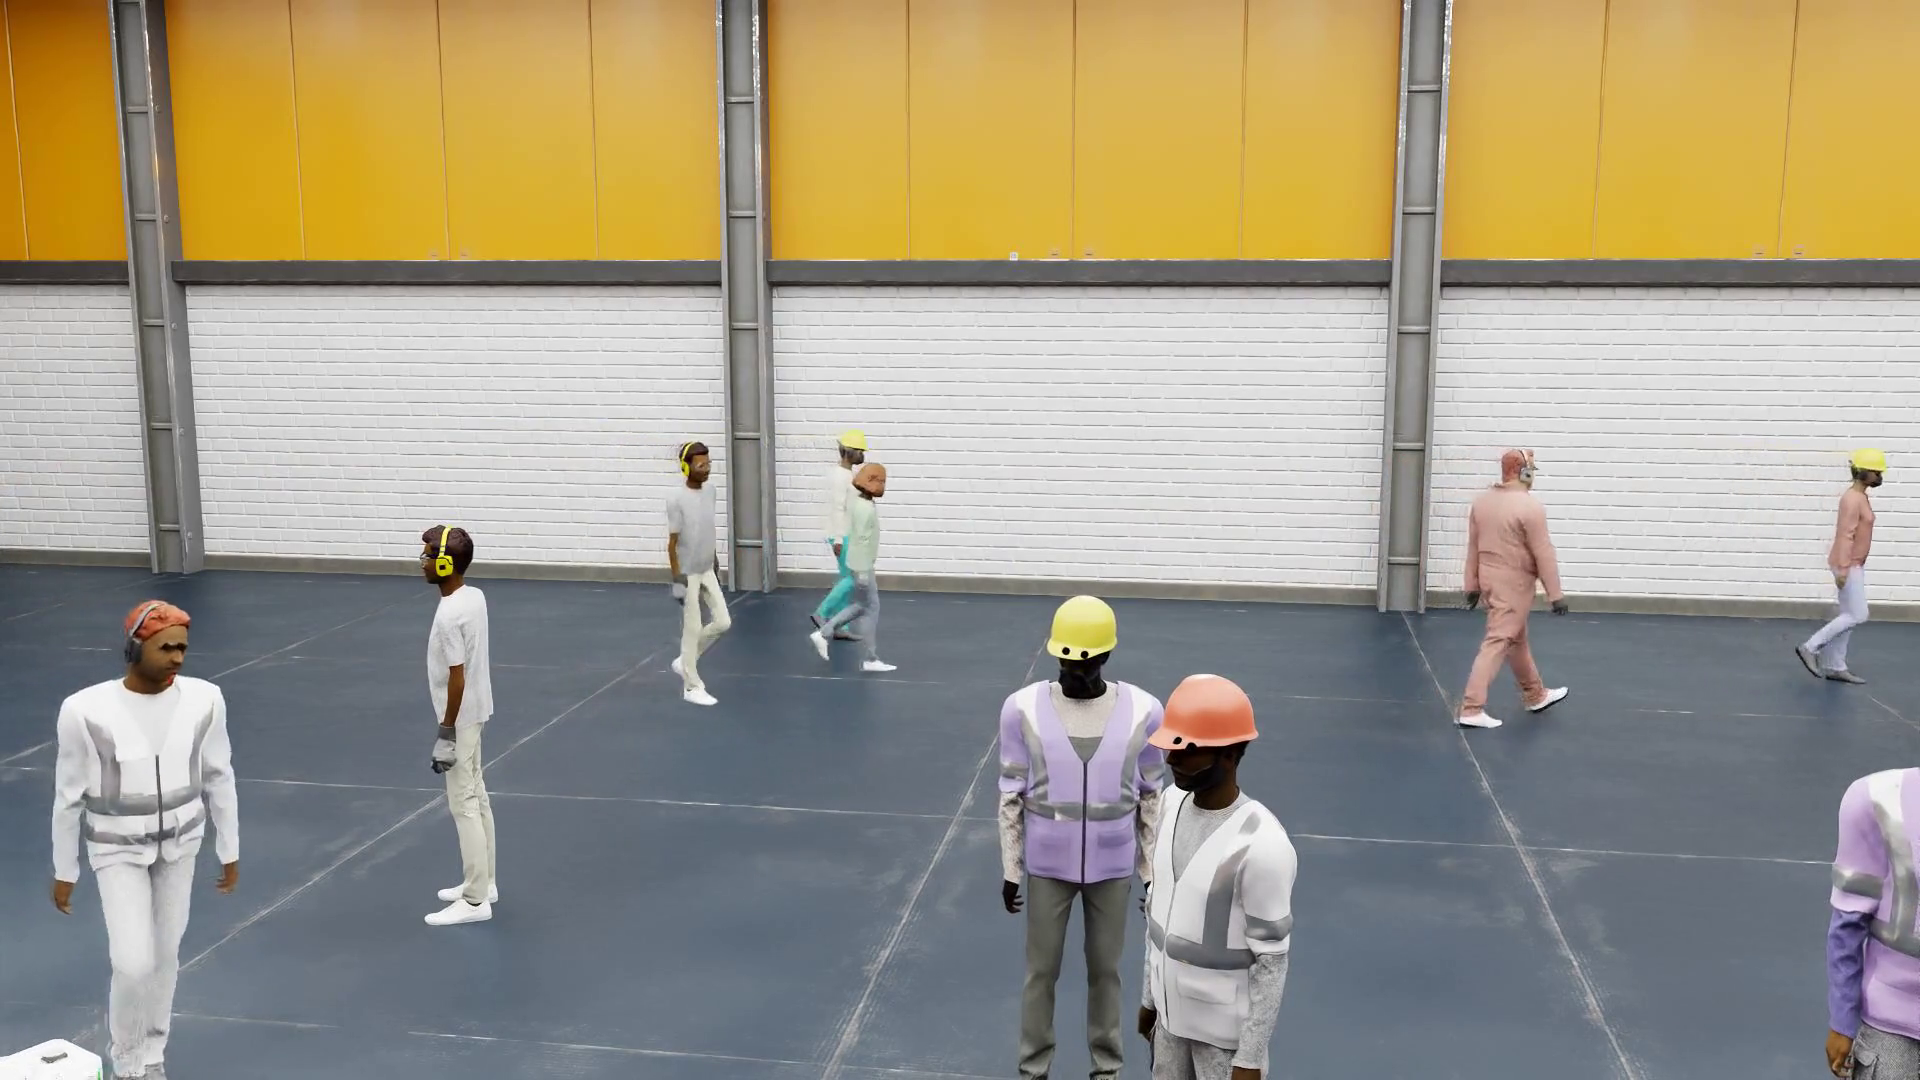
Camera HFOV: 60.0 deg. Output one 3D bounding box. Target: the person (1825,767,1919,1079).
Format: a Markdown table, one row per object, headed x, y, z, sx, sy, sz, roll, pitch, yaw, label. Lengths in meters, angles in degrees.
| x | y | z | sx | sy | sz | roll | pitch | yaw | label |
| --- | --- | --- | --- | --- | --- | --- | --- | --- | --- |
| 2.667 | 1.296 | 4.491 | 0.605 | 2.045 | 0.388 | 2 | 10 | 15 | person |

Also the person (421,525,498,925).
| x | y | z | sx | sy | sz | roll | pitch | yaw | label |
| --- | --- | --- | --- | --- | --- | --- | --- | --- | --- |
| -2.352 | 0.854 | 7.755 | 0.328 | 1.872 | 0.513 | -1 | 9 | -5 | person |

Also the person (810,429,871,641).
| x | y | z | sx | sy | sz | roll | pitch | yaw | label |
| --- | --- | --- | --- | --- | --- | --- | --- | --- | --- |
| -0.928 | -0.032 | 13.583 | 0.406 | 1.740 | 0.548 | 1 | 9 | 6 | person |

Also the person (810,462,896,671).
| x | y | z | sx | sy | sz | roll | pitch | yaw | label |
| --- | --- | --- | --- | --- | --- | --- | --- | --- | --- |
| -0.802 | 0.210 | 12.543 | 0.573 | 1.611 | 0.518 | -1 | 9 | -5 | person |

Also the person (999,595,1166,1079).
| x | y | z | sx | sy | sz | roll | pitch | yaw | label |
| --- | --- | --- | --- | --- | --- | --- | --- | --- | --- |
| 0.431 | 1.133 | 5.870 | 0.589 | 1.924 | 0.384 | 0 | 9 | -1 | person |

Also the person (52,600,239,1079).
| x | y | z | sx | sy | sz | roll | pitch | yaw | label |
| --- | --- | --- | --- | --- | --- | --- | --- | --- | --- |
| -2.893 | 1.146 | 5.973 | 0.568 | 1.860 | 0.613 | 9 | 13 | 43 | person |

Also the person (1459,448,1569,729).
| x | y | z | sx | sy | sz | roll | pitch | yaw | label |
| --- | --- | --- | --- | --- | --- | --- | --- | --- | --- |
| 3.746 | 0.322 | 11.076 | 0.986 | 1.859 | 0.648 | -2 | 10 | -14 | person |

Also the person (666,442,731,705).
| x | y | z | sx | sy | sz | roll | pitch | yaw | label |
| --- | --- | --- | --- | --- | --- | --- | --- | --- | --- |
| -1.833 | 0.231 | 11.619 | 0.425 | 1.857 | 0.555 | 6 | 11 | 31 | person |

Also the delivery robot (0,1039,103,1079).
| x | y | z | sx | sy | sz | roll | pitch | yaw | label |
| --- | --- | --- | --- | --- | --- | --- | --- | --- | --- |
| -3.157 | 1.855 | 5.334 | 0.477 | 0.478 | 0.707 | 6 | 11 | 33 | delivery robot |

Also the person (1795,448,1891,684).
| x | y | z | sx | sy | sz | roll | pitch | yaw | label |
| --- | --- | --- | --- | --- | --- | --- | --- | --- | --- |
| 6.520 | 0.190 | 12.194 | 0.440 | 1.745 | 0.538 | 6 | 11 | 33 | person |

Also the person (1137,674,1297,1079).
| x | y | z | sx | sy | sz | roll | pitch | yaw | label |
| --- | --- | --- | --- | --- | --- | --- | --- | --- | --- |
| 0.679 | 1.321 | 4.663 | 0.354 | 1.939 | 0.544 | -5 | 11 | -30 | person |
